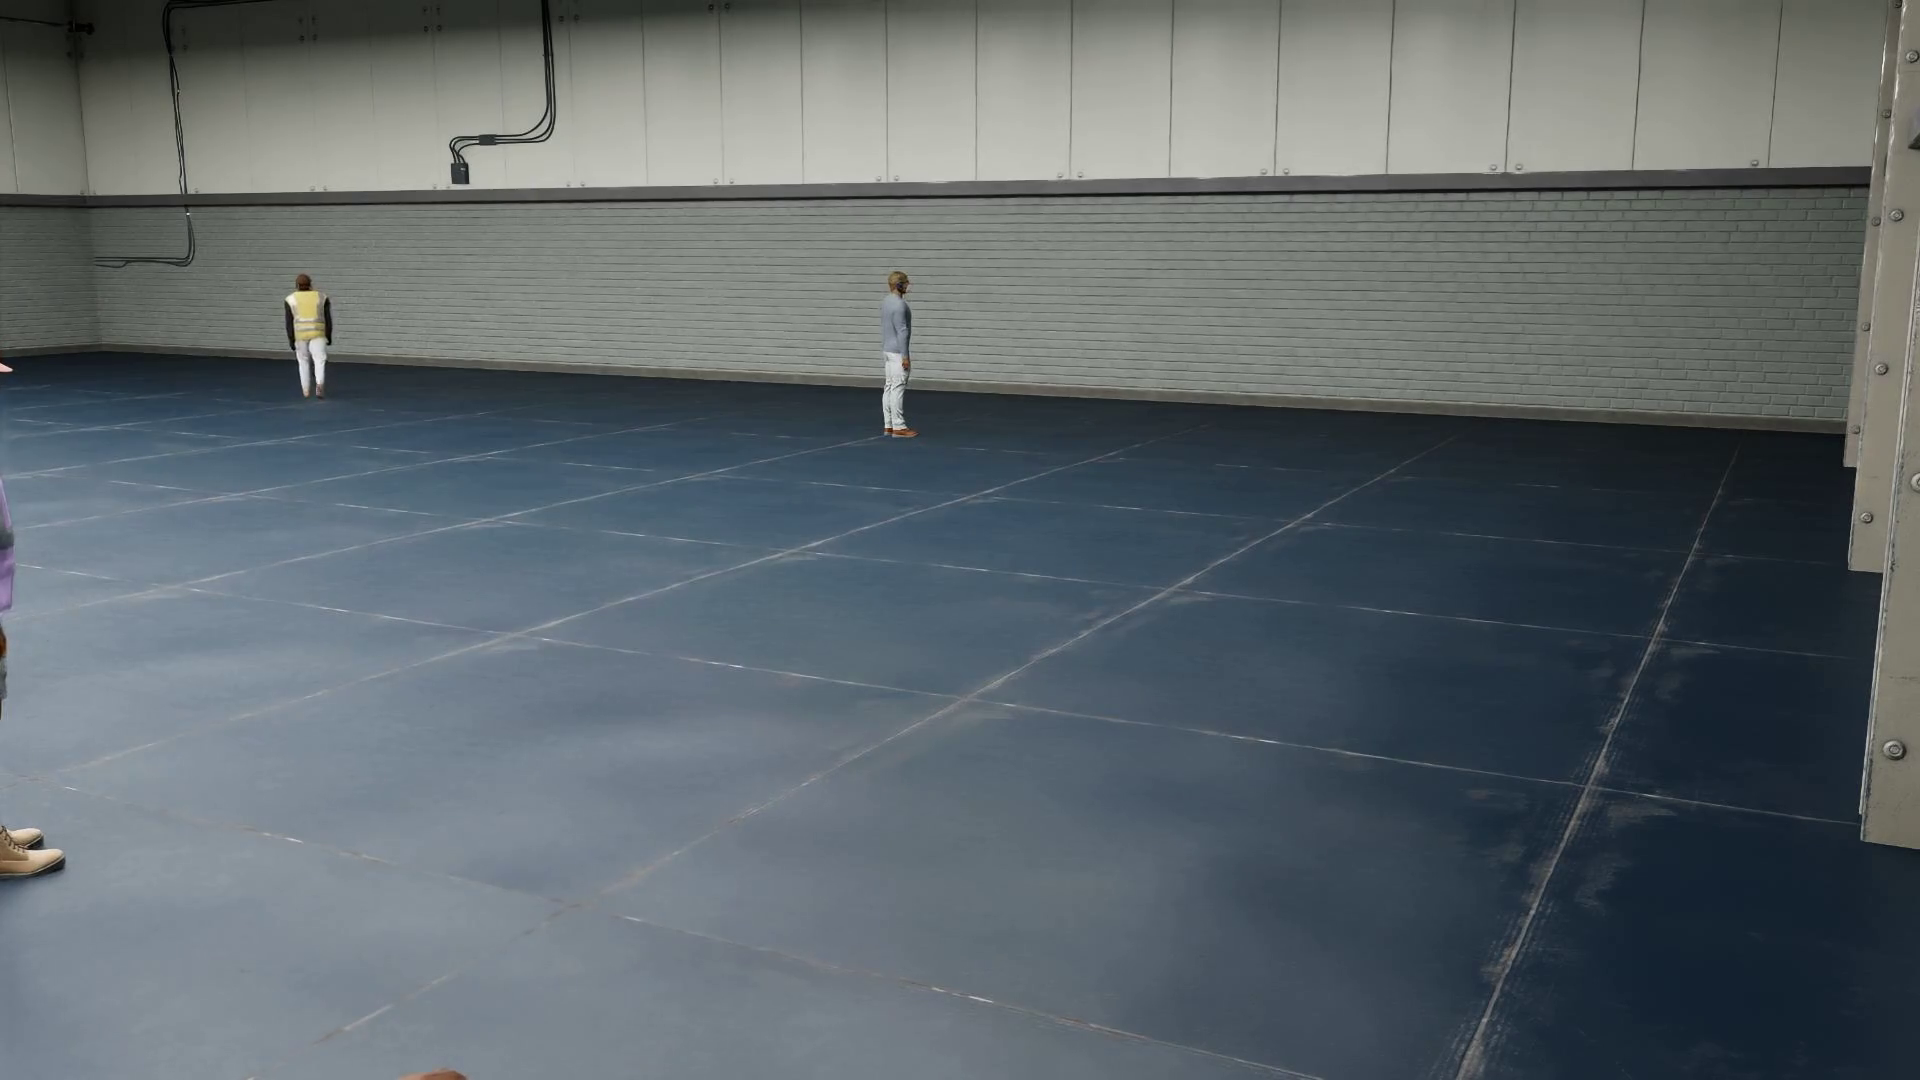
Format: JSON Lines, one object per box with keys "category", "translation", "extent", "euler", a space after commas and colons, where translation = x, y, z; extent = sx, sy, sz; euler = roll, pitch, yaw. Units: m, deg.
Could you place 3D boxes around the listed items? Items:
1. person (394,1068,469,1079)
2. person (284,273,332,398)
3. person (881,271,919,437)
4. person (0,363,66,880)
{"category": "person", "translation": [-0.472, 1.264, 1.547], "extent": [0.511, 1.640, 0.308], "euler": [3, 11, 14]}
{"category": "person", "translation": [-9.443, -2.963, 24.139], "extent": [0.623, 1.814, 0.829], "euler": [-4, 11, -20]}
{"category": "person", "translation": [-0.726, -2.170, 19.459], "extent": [0.373, 1.940, 0.629], "euler": [-4, 11, -20]}
{"category": "person", "translation": [-3.605, 0.227, 6.095], "extent": [0.379, 2.045, 0.605], "euler": [-8, 13, -38]}
